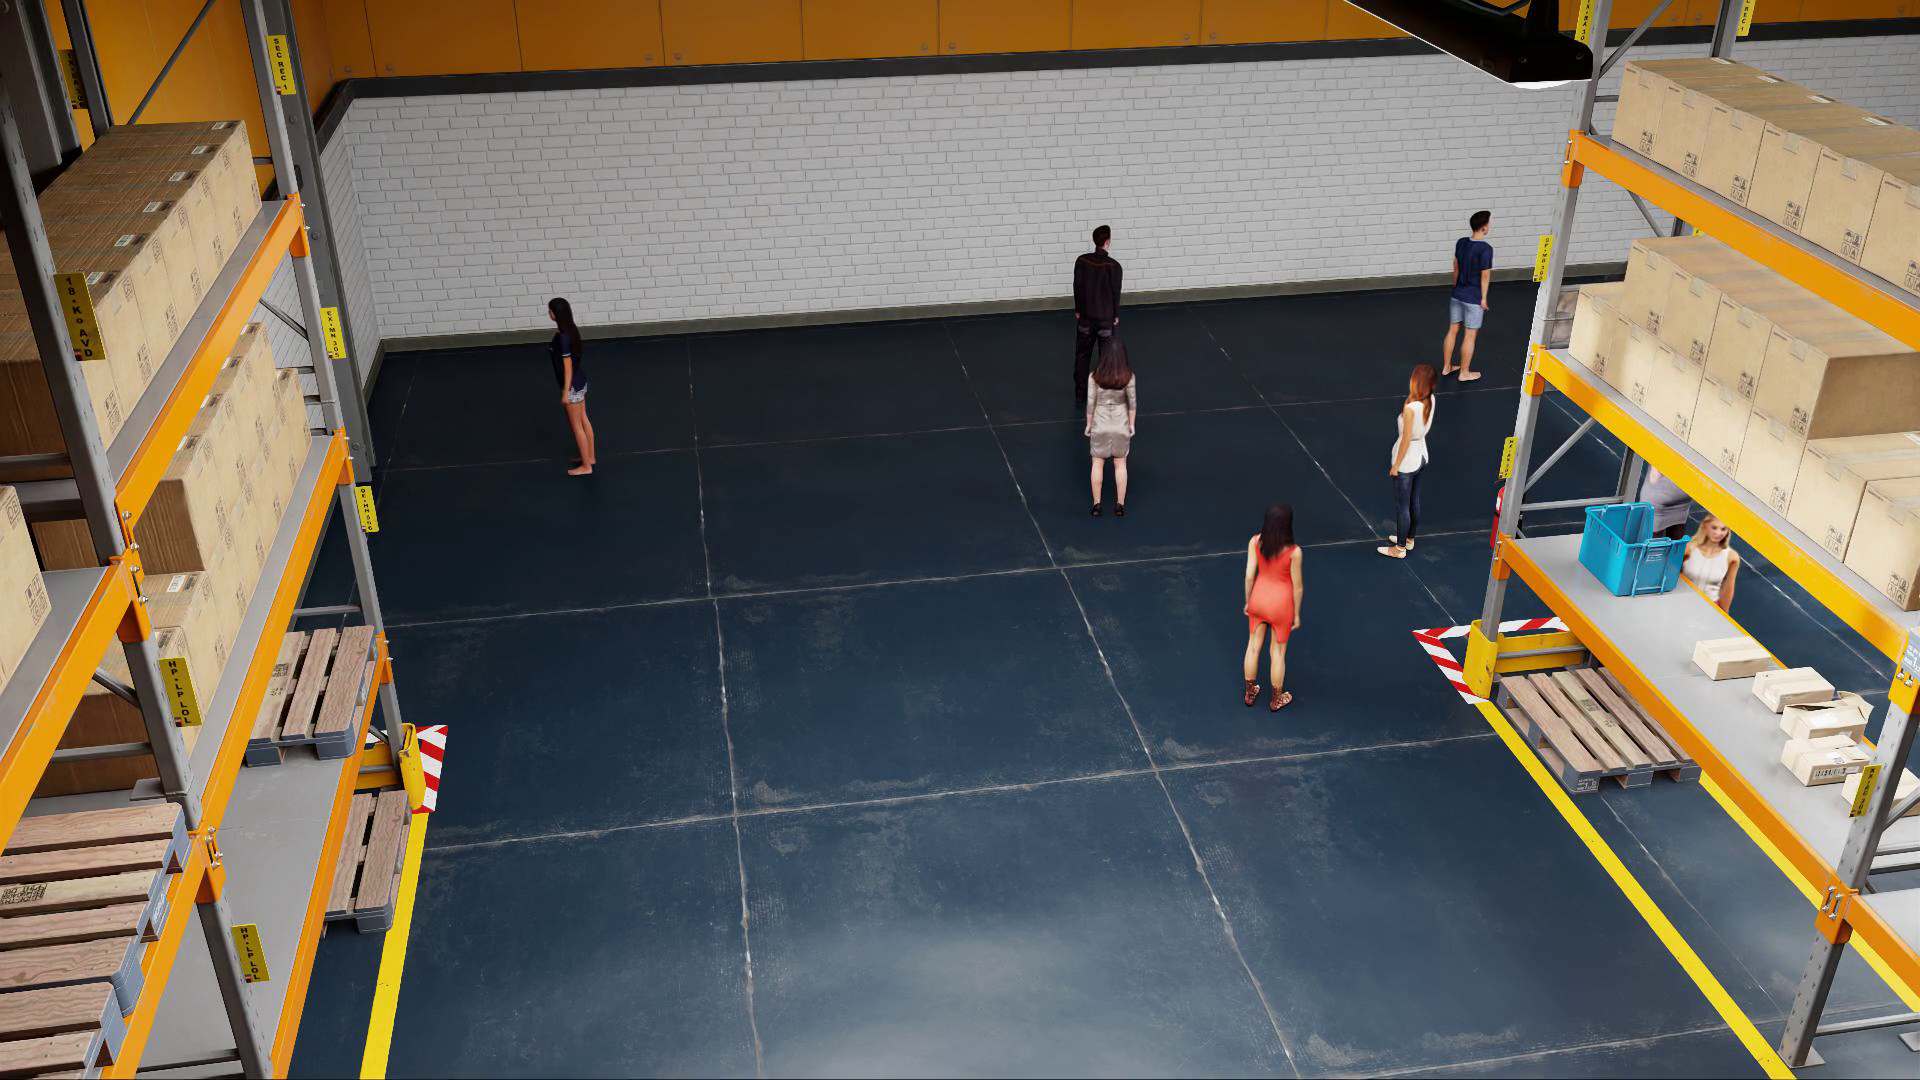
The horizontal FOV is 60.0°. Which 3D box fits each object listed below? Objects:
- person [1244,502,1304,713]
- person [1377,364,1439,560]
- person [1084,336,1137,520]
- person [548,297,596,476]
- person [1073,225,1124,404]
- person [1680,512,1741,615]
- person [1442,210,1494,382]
[{"bbox_3d":[2.296,0.492,12.271,0.672,1.718,0.721,16,32,27],"label":"person"},{"bbox_3d":[3.902,-0.678,14.345,0.709,1.785,0.667,23,36,35],"label":"person"},{"bbox_3d":[1.350,-1.004,14.985,0.647,1.744,0.587,2,29,3],"label":"person"},{"bbox_3d":[-3.679,-1.464,15.808,0.686,1.765,0.527,1,29,2],"label":"person"},{"bbox_3d":[1.430,-2.327,17.236,0.775,1.912,0.811,15,32,25],"label":"person"},{"bbox_3d":[5.307,0.553,12.075,0.728,1.798,0.762,9,30,17],"label":"person"},{"bbox_3d":[5.452,-2.627,17.851,0.756,1.849,0.632,-17,33,-29],"label":"person"}]
